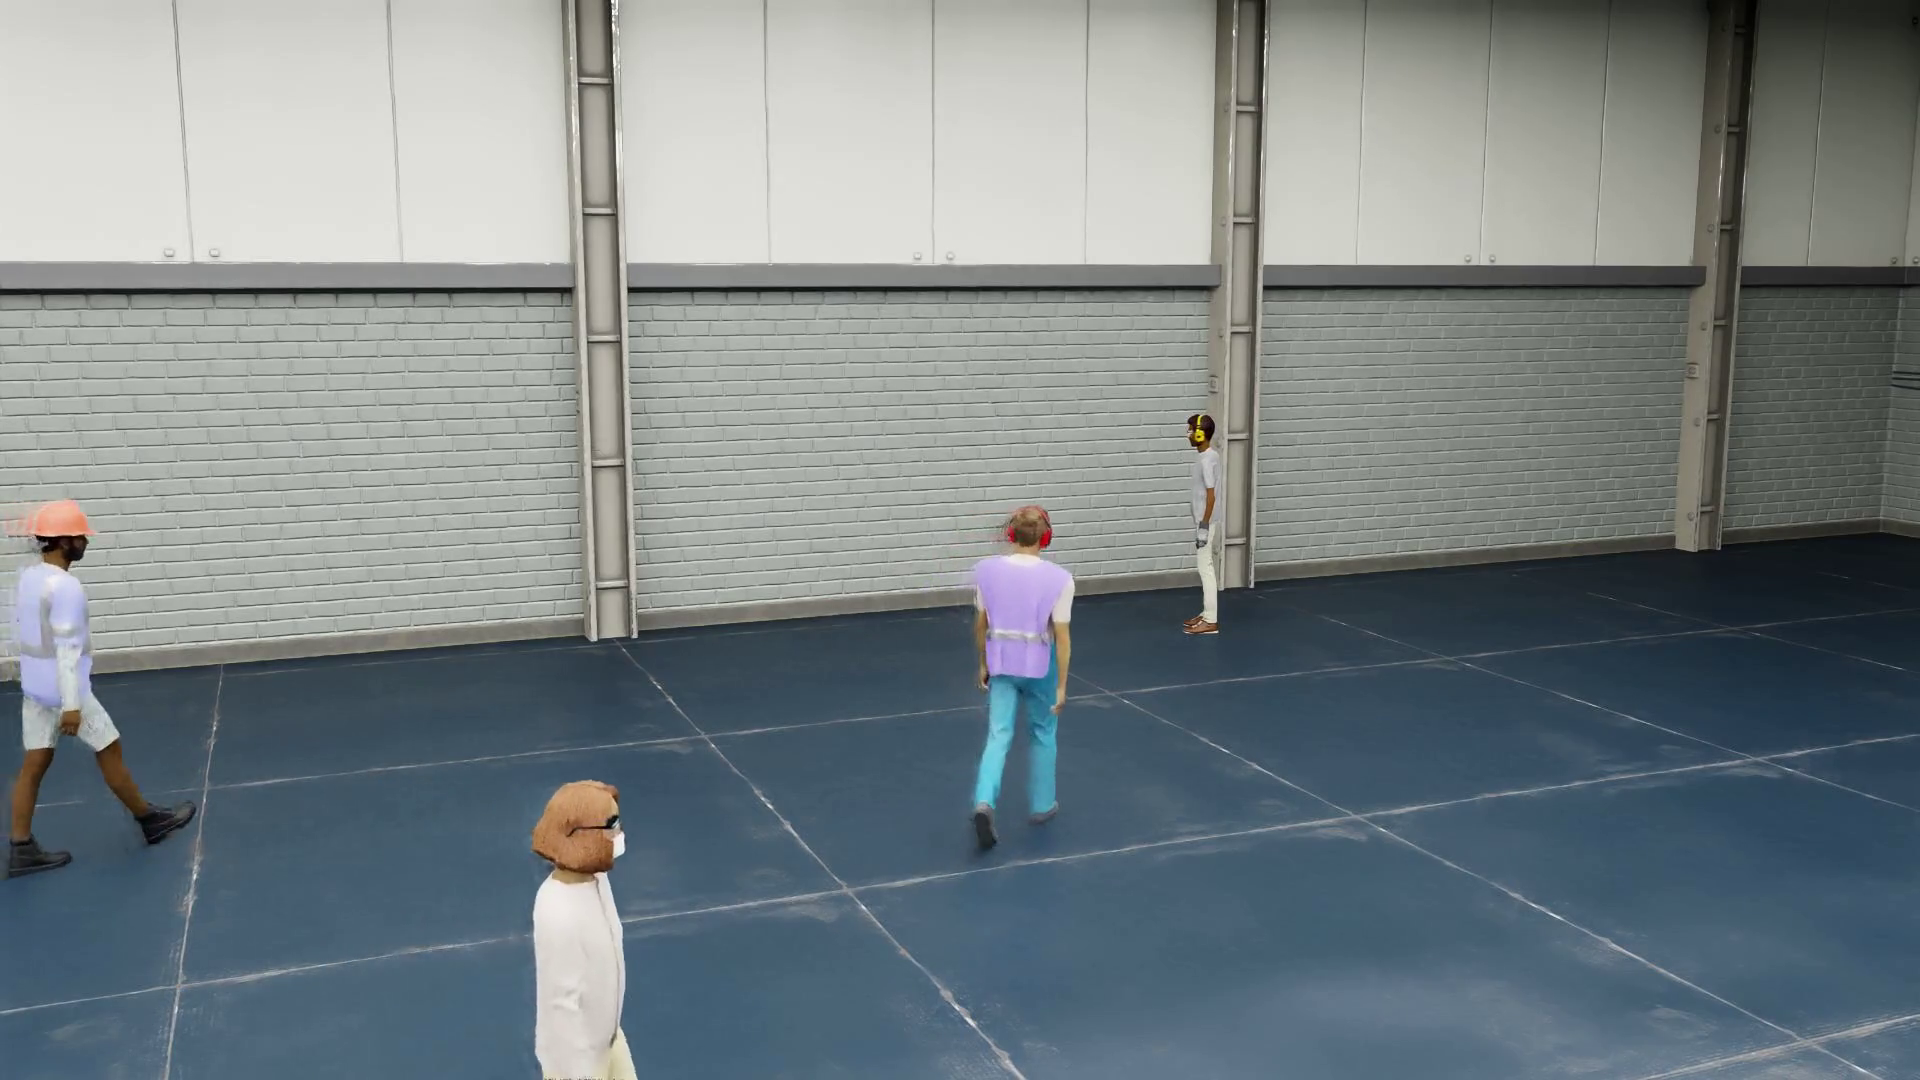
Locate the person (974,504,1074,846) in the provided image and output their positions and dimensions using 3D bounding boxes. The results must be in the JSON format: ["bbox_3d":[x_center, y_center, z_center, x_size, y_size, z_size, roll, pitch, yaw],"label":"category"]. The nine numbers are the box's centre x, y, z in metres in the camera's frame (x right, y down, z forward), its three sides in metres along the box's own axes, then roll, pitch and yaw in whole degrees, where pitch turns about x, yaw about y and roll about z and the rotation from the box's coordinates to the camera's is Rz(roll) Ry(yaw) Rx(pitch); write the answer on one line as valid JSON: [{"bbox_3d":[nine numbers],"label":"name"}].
[{"bbox_3d":[0.330,0.712,8.956,0.572,1.821,0.852,3,10,18],"label":"person"}]

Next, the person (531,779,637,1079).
[{"bbox_3d":[-1.145,1.472,4.810,0.671,1.610,0.505,1,9,5],"label":"person"}]

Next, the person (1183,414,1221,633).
[{"bbox_3d":[2.060,-0.134,14.112,0.310,1.864,0.533,1,9,9],"label":"person"}]

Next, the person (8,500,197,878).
[{"bbox_3d":[-4.520,0.732,8.580,0.573,1.888,0.962,7,11,37],"label":"person"}]
